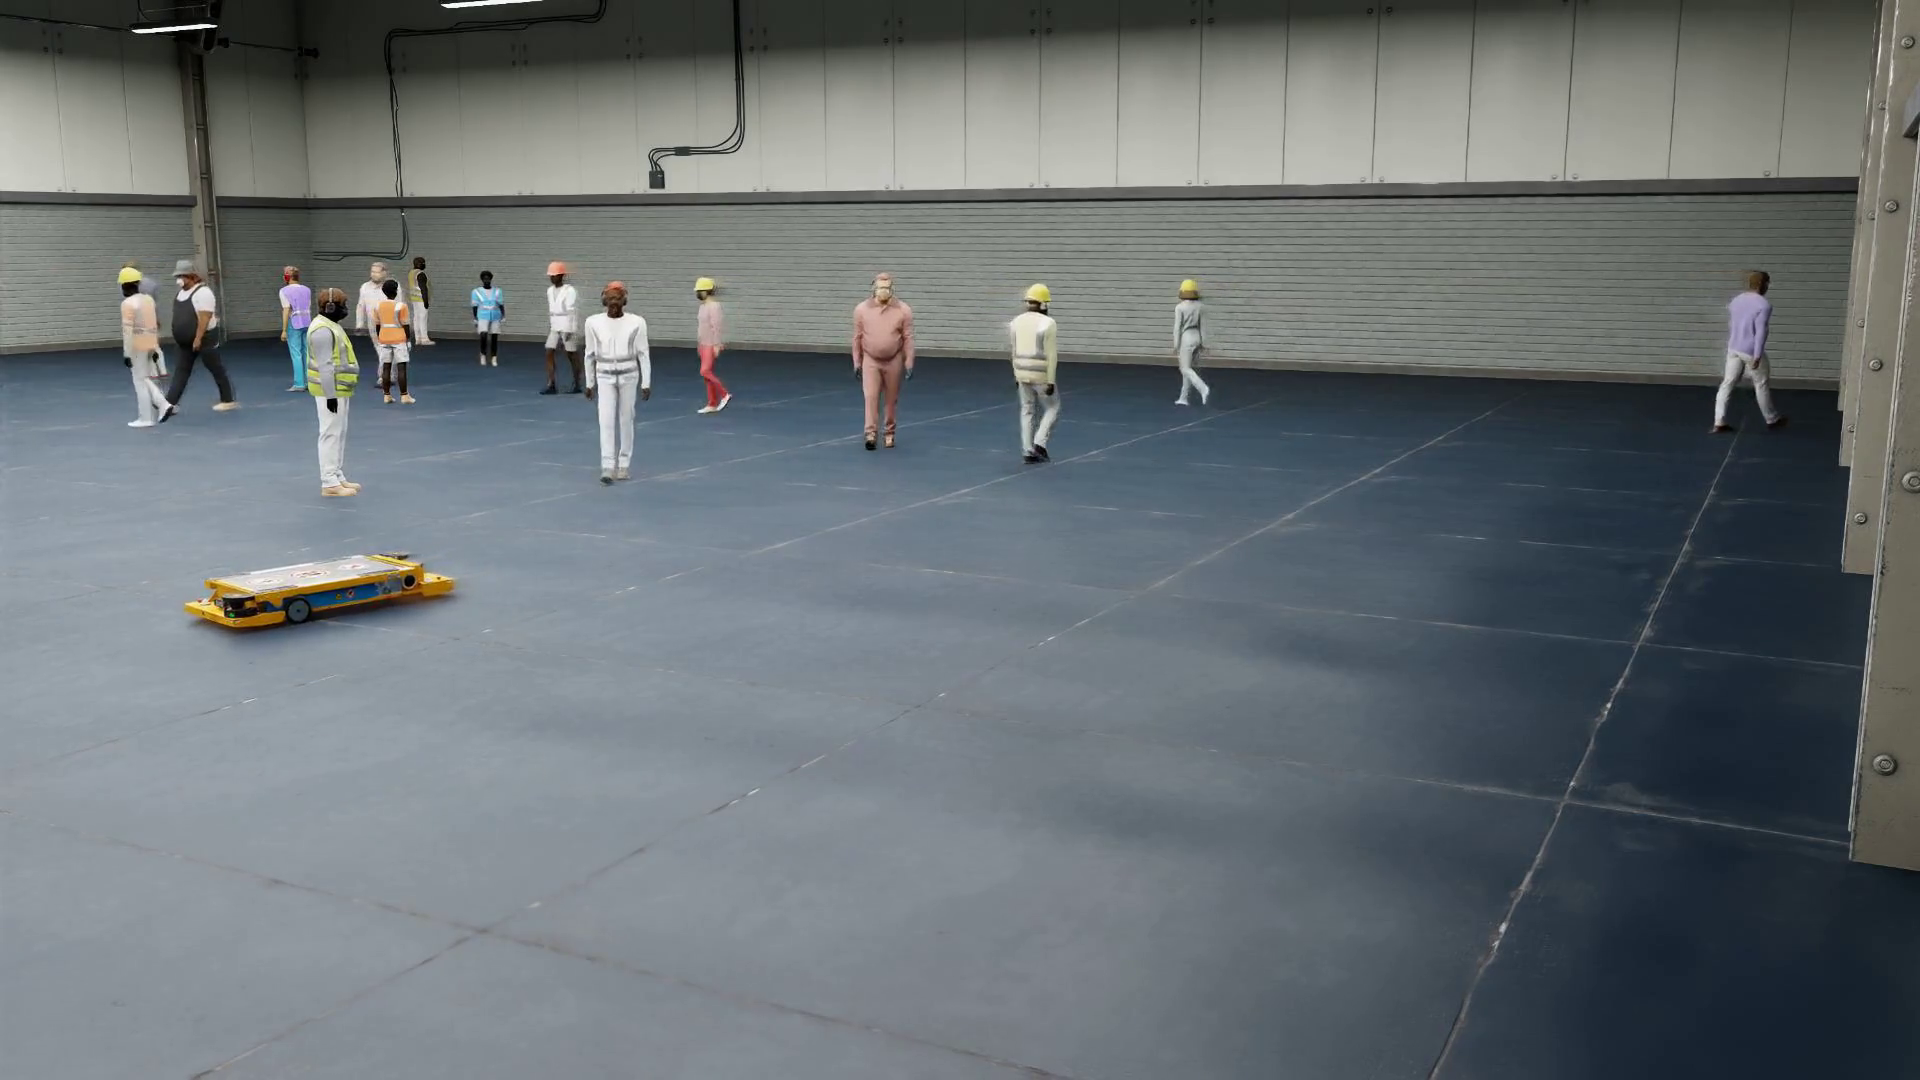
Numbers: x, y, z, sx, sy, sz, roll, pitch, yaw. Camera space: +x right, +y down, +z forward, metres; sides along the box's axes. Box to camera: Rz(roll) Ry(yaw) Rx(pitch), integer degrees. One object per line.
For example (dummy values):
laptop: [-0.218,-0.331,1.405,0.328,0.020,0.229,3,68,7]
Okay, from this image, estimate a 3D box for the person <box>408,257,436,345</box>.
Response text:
person: [-11.328,-5.023,34.982,0.429,1.844,0.625,-9,14,-40]

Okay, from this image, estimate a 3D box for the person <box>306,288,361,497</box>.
person: [-5.534,-1.301,14.722,0.430,1.838,0.632,-2,11,-11]

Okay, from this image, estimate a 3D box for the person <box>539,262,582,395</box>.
person: [-5.797,-3.037,23.976,0.563,1.908,0.819,6,12,28]

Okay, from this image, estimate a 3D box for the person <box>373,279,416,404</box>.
person: [-7.715,-2.696,22.675,0.537,1.700,0.317,2,11,13]

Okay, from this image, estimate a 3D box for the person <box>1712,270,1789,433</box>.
person: [9.262,-2.183,19.392,1.030,1.880,0.637,-4,11,-21]

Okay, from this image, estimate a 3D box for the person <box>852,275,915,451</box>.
person: [-0.819,-1.873,17.726,0.664,1.859,0.990,0,10,-2]

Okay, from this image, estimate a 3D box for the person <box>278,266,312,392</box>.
person: [-9.730,-3.092,24.434,0.389,1.845,0.564,4,11,22]

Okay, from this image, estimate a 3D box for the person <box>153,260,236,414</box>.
person: [-9.934,-2.654,21.519,0.688,2.000,1.071,5,12,28]

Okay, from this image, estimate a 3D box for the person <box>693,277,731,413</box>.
person: [-3.249,-2.497,21.423,0.374,1.752,0.551,-6,12,-28]

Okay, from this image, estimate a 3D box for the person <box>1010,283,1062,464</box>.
person: [0.764,-1.648,16.647,0.598,1.819,0.423,8,13,38]

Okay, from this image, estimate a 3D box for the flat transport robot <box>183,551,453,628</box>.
flat transport robot: [-3.950,0.290,10.291,0.652,0.197,1.431,9,14,40]

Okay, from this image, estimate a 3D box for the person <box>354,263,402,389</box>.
person: [-8.785,-3.219,25.046,0.656,1.872,0.849,3,11,17]

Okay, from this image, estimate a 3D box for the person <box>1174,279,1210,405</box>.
person: [3.142,-2.647,22.384,0.498,1.723,0.707,-7,13,-34]

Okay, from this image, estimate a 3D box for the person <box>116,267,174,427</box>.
person: [-9.803,-2.296,19.904,0.448,1.913,0.616,1,10,5]

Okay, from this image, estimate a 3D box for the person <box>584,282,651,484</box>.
person: [-3.176,-1.440,15.403,0.611,1.848,0.894,-1,10,-8]

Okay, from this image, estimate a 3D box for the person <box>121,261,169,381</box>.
person: [-12.843,-3.427,26.125,0.372,1.908,0.685,3,11,16]

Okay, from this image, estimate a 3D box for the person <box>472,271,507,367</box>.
person: [-8.213,-3.854,29.052,0.550,1.680,0.540,-5,12,-27]
